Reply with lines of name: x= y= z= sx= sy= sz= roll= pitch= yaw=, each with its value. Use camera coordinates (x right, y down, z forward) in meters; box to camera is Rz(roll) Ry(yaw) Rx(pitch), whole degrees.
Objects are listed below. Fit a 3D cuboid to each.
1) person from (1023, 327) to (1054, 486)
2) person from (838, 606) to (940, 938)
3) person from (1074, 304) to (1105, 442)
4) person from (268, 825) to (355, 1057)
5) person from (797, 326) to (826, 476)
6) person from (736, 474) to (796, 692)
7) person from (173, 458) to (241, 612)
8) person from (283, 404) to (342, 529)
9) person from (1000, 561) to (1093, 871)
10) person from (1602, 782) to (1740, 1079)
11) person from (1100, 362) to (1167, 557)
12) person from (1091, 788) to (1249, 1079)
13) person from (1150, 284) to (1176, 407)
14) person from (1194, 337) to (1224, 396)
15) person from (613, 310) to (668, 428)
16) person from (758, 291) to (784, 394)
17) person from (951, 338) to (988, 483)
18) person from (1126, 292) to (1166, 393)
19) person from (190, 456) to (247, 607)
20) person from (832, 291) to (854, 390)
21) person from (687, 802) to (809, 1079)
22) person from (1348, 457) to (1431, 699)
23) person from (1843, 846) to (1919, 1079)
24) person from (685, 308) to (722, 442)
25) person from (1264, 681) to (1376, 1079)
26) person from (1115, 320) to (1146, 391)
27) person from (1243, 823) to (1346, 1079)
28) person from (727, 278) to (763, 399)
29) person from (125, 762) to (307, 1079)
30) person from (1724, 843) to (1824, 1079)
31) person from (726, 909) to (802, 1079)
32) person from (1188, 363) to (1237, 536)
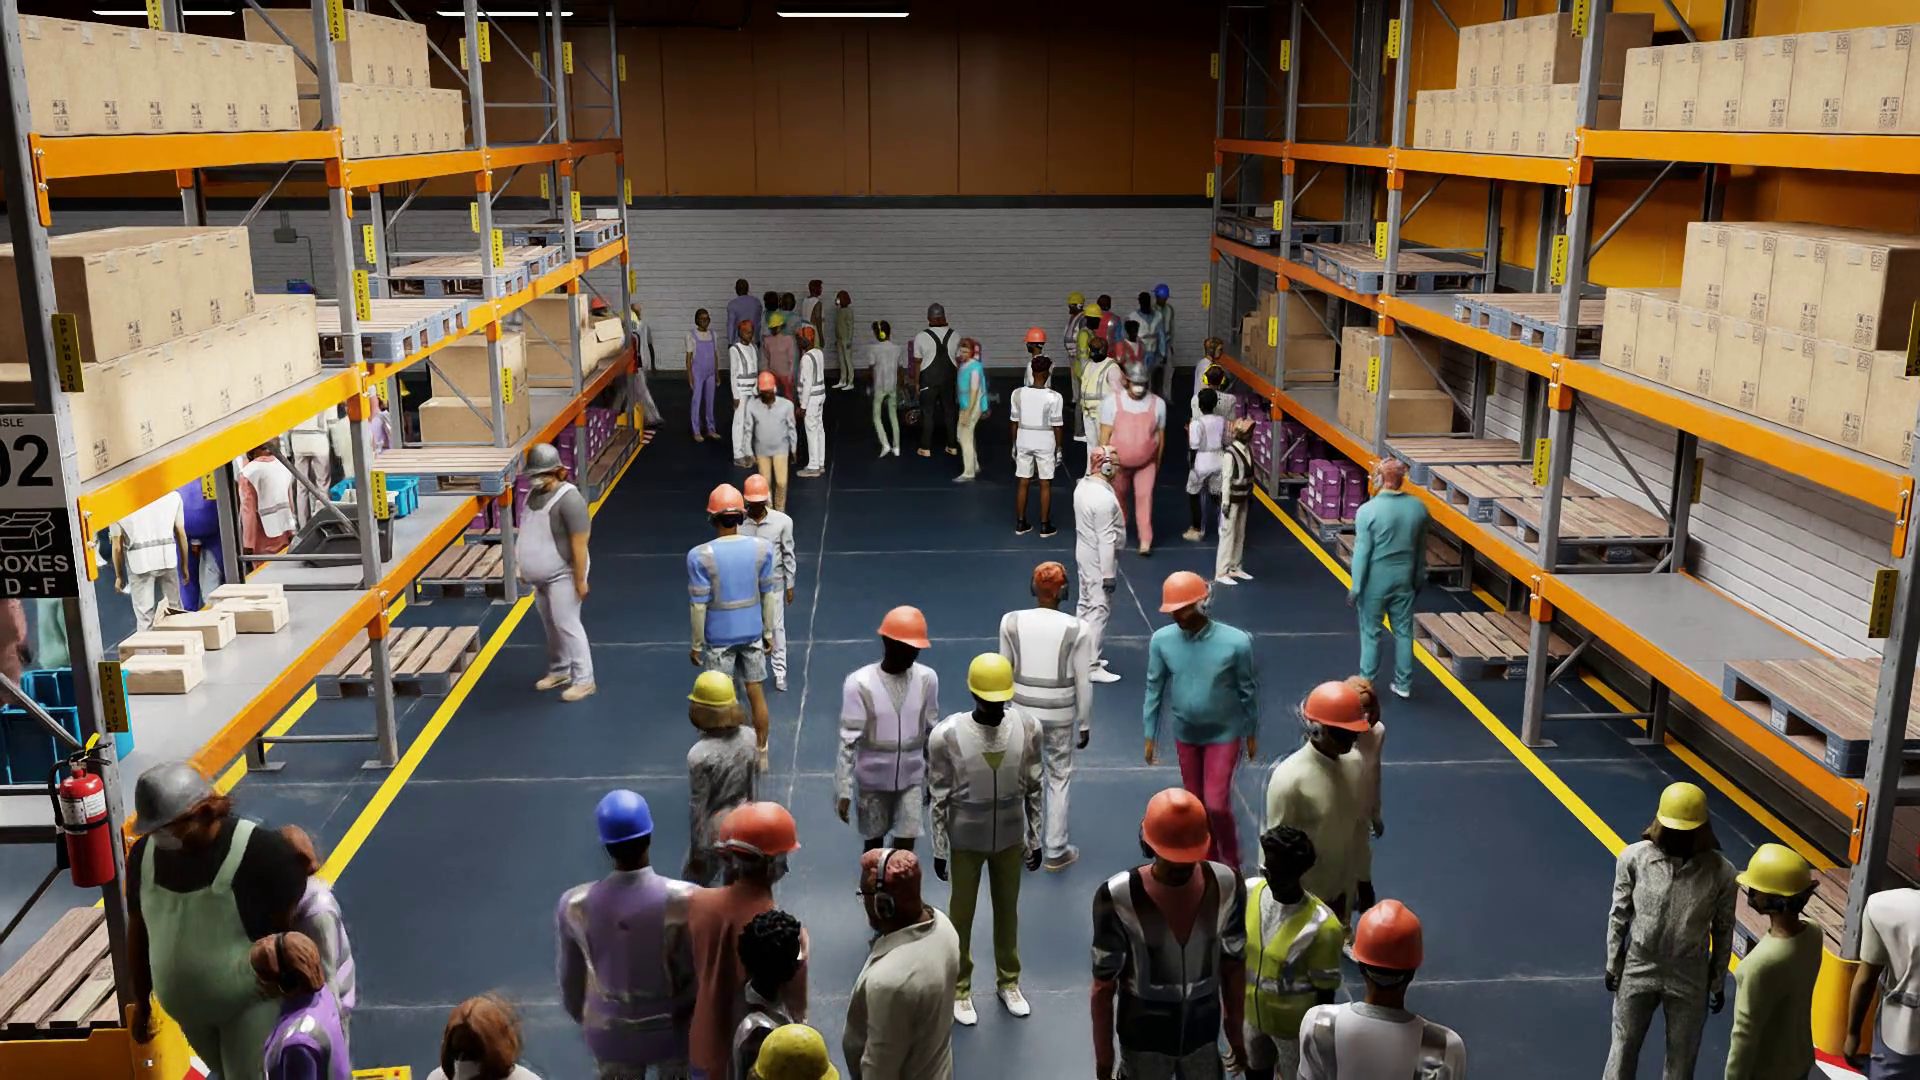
person: x=0.926 y=-1.628 z=20.312 sx=0.361 sy=1.939 sz=0.542 roll=7 pitch=16 yaw=25
person: x=-0.398 y=1.278 z=8.990 sx=0.629 sy=1.897 sz=0.677 roll=-5 pitch=15 yaw=-18
person: x=1.796 y=-2.325 z=23.106 sx=0.400 sy=1.916 sz=0.585 roll=4 pitch=15 yaw=14
person: x=-2.670 y=1.933 z=6.963 sx=0.452 sy=1.621 sz=0.538 roll=-12 pitch=19 yaw=-39
person: x=-1.871 y=-1.737 z=20.845 sx=0.355 sy=1.887 sz=0.573 roll=4 pitch=15 yaw=14
person: x=-1.565 y=0.336 z=12.992 sx=0.566 sy=1.744 sz=0.350 roll=-1 pitch=14 yaw=-3
person: x=-6.511 y=-0.131 z=14.234 sx=0.682 sy=2.000 sz=0.537 roll=-4 pitch=15 yaw=-14
person: x=-6.920 y=-0.972 z=17.799 sx=0.594 sy=1.911 sz=0.399 roll=-1 pitch=14 yaw=-5
person: x=0.507 y=1.050 z=9.953 sx=0.590 sy=1.872 sz=0.385 roll=5 pitch=15 yaw=18
person: x=3.003 y=1.844 z=7.075 sx=0.492 sy=1.742 sz=0.323 roll=6 pitch=16 yaw=23
person: x=1.786 y=-0.891 z=17.218 sx=0.689 sy=2.000 sz=1.038 roll=1 pitch=14 yaw=5
person: x=0.808 y=1.886 z=6.345 sx=0.617 sy=2.029 sz=0.409 roll=-3 pitch=15 yaw=-12
person: x=3.098 y=-2.994 z=25.705 sx=0.667 sy=1.916 sz=0.713 roll=-8 pitch=16 yaw=-29
person: x=3.020 y=-1.565 z=20.282 sx=0.355 sy=1.836 sz=0.513 roll=-1 pitch=14 yaw=-4
person: x=-4.670 y=-2.423 z=23.859 sx=0.824 sy=1.725 sz=0.537 roll=3 pitch=15 yaw=10
person: x=-2.857 y=-2.924 z=25.638 sx=0.449 sy=1.826 sz=0.633 roll=-13 pitch=19 yaw=-41
person: x=0.116 y=-1.582 z=20.386 sx=0.434 sy=1.813 sz=0.608 roll=-3 pitch=15 yaw=-13
person: x=2.778 y=-2.862 z=25.304 sx=0.623 sy=1.866 sz=0.926 roll=-7 pitch=16 yaw=-25
person: x=-6.410 y=-0.097 z=14.374 sx=0.386 sy=1.905 sz=0.603 roll=9 pitch=17 yaw=31
person: x=-1.927 y=-3.302 z=27.489 sx=0.280 sy=1.636 sz=0.501 roll=-9 pitch=17 yaw=-32
person: x=-0.777 y=1.925 z=6.369 sx=0.638 sy=1.922 sz=1.037 roll=9 pitch=17 yaw=31
person: x=3.272 y=0.301 z=12.813 sx=0.653 sy=1.904 sz=0.402 roll=-5 pitch=15 yaw=-20
person: x=3.747 y=1.959 z=6.437 sx=0.563 sy=1.838 sz=0.387 roll=5 pitch=15 yaw=19
person: x=-3.556 y=-2.288 z=23.091 sx=0.506 sy=1.847 sz=0.345 roll=-12 pitch=18 yaw=-38
person: x=1.664 y=1.588 z=7.600 sx=0.632 sy=1.977 sz=0.459 roll=-13 pitch=20 yaw=-42
person: x=2.407 y=-2.265 z=23.342 sx=0.548 sy=1.664 sz=0.434 roll=-9 pitch=17 yaw=-32
person: x=1.312 y=1.944 z=6.789 sx=0.320 sy=1.694 sz=0.535 roll=-11 pitch=18 yaw=-37
person: x=-3.413 y=-3.177 z=26.407 sx=0.626 sy=1.934 sz=0.373 roll=-11 pitch=18 yaw=-37
person: x=-3.012 y=1.792 z=6.686 sx=0.716 sy=2.000 sz=0.911 roll=3 pitch=15 yaw=10
person: x=3.090 y=2.005 z=6.411 sx=0.525 sy=1.761 sz=0.340 roll=-12 pitch=18 yaw=-39
person: x=-0.699 y=2.136 z=6.036 sx=0.320 sy=1.694 sz=0.535 roll=-2 pitch=14 yaw=-6
person: x=2.707 y=-0.966 z=17.844 sx=0.512 sy=1.877 sz=0.328 roll=-1 pitch=14 yaw=-3
